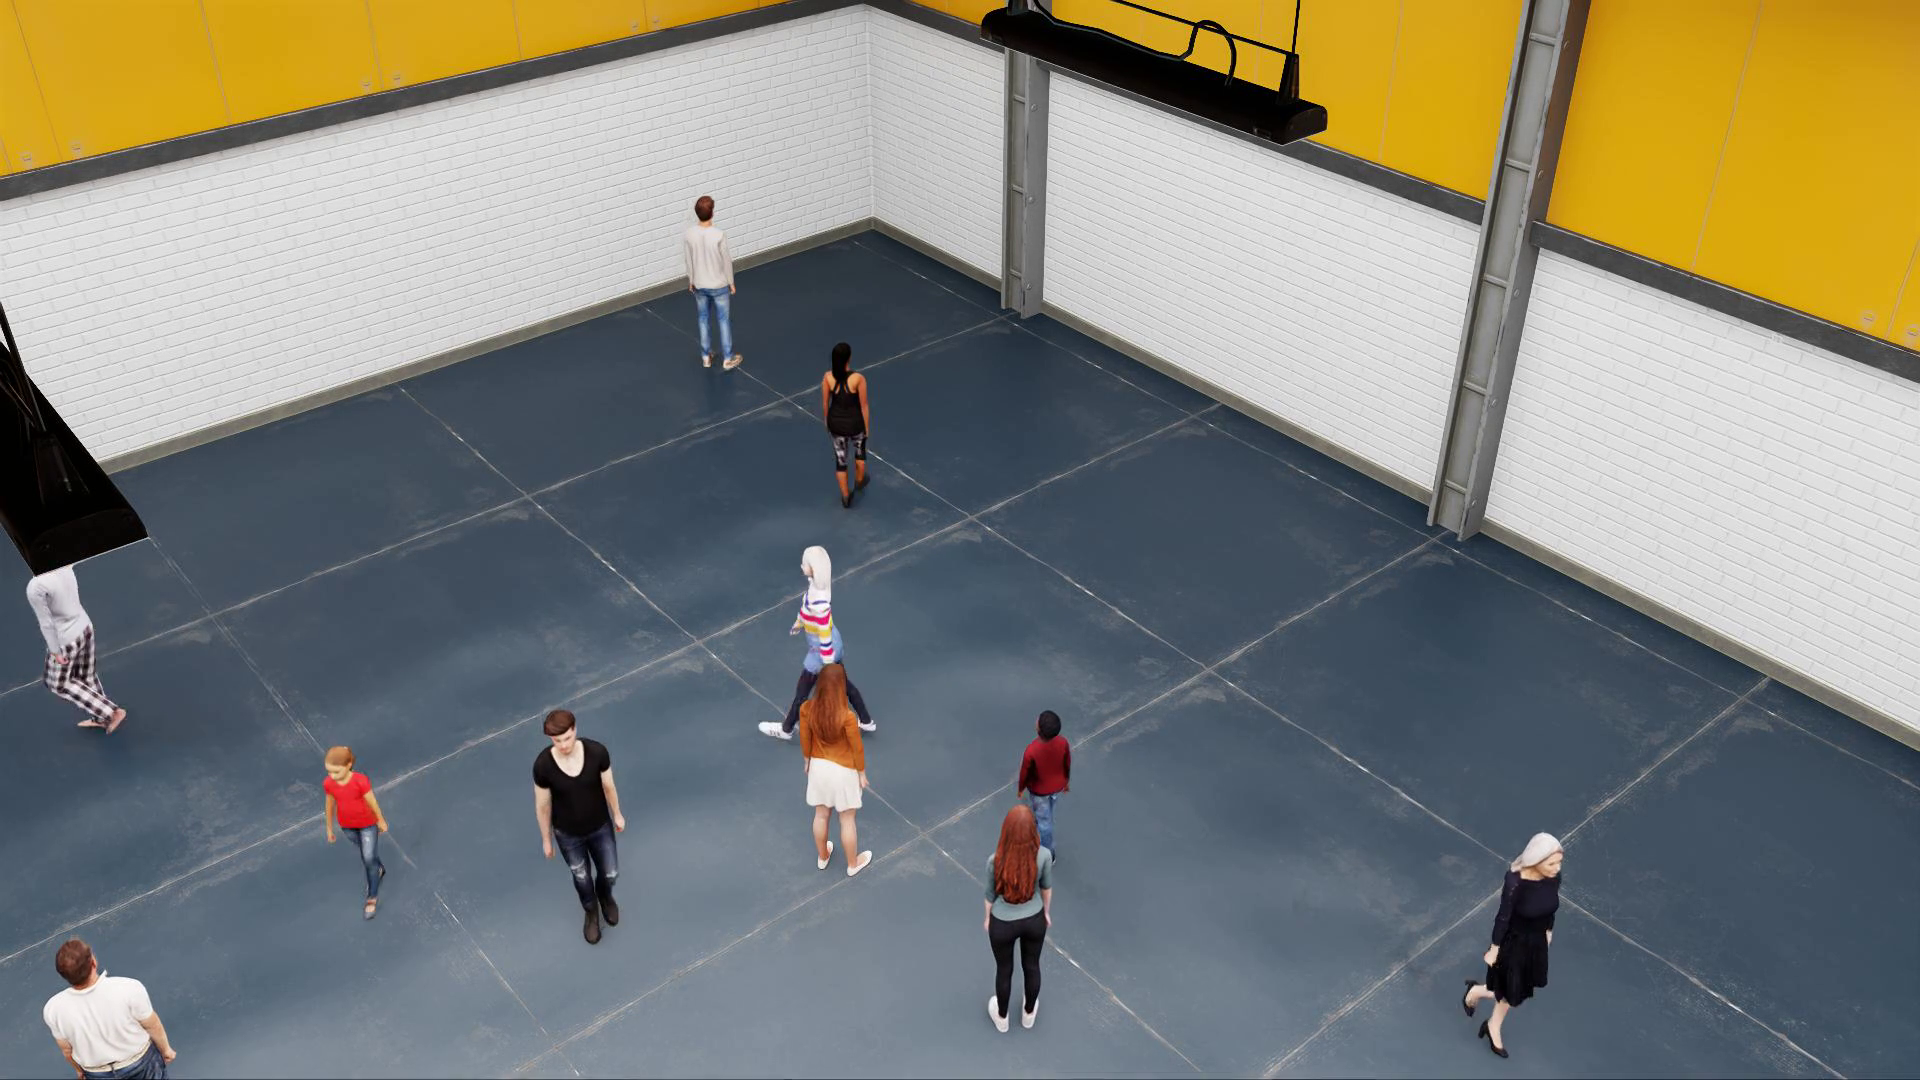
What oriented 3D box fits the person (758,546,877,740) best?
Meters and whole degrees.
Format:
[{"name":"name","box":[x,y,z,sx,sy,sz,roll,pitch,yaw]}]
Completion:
[{"name":"person","box":[-0.932,0.799,12.411,1.166,1.757,1.163,0,34,0]}]

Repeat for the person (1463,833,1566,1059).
[{"name":"person","box":[3.300,2.392,10.032,0.701,1.739,0.828,-16,37,-22]}]

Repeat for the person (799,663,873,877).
[{"name":"person","box":[-0.857,1.572,11.290,0.671,1.712,0.776,12,35,17]}]

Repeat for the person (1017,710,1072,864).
[{"name":"person","box":[0.628,1.724,11.486,0.596,1.240,0.778,-17,37,-24]}]

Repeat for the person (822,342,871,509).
[{"name":"person","box":[-1.061,-1.031,15.262,0.849,1.649,0.899,5,34,8]}]

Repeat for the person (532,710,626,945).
[{"name":"person","box":[-2.462,1.792,10.803,0.805,1.884,0.811,-10,35,-14]}]

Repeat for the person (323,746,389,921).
[{"name":"person","box":[-4.038,1.860,11.236,0.769,1.292,0.826,3,34,5]}]

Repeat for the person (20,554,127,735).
[{"name":"person","box":[-6.612,0.711,12.475,0.898,1.833,0.836,4,34,6]}]

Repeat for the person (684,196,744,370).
[{"name":"person","box":[-2.630,-2.708,17.556,0.722,1.902,0.814,7,34,10]}]

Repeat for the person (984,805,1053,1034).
[{"name":"person","box":[0.350,2.320,10.138,0.647,1.742,0.668,-5,34,-8]}]

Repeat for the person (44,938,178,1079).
[{"name":"person","box":[-4.624,2.900,9.162,0.739,1.854,0.709,-10,35,-15]}]
